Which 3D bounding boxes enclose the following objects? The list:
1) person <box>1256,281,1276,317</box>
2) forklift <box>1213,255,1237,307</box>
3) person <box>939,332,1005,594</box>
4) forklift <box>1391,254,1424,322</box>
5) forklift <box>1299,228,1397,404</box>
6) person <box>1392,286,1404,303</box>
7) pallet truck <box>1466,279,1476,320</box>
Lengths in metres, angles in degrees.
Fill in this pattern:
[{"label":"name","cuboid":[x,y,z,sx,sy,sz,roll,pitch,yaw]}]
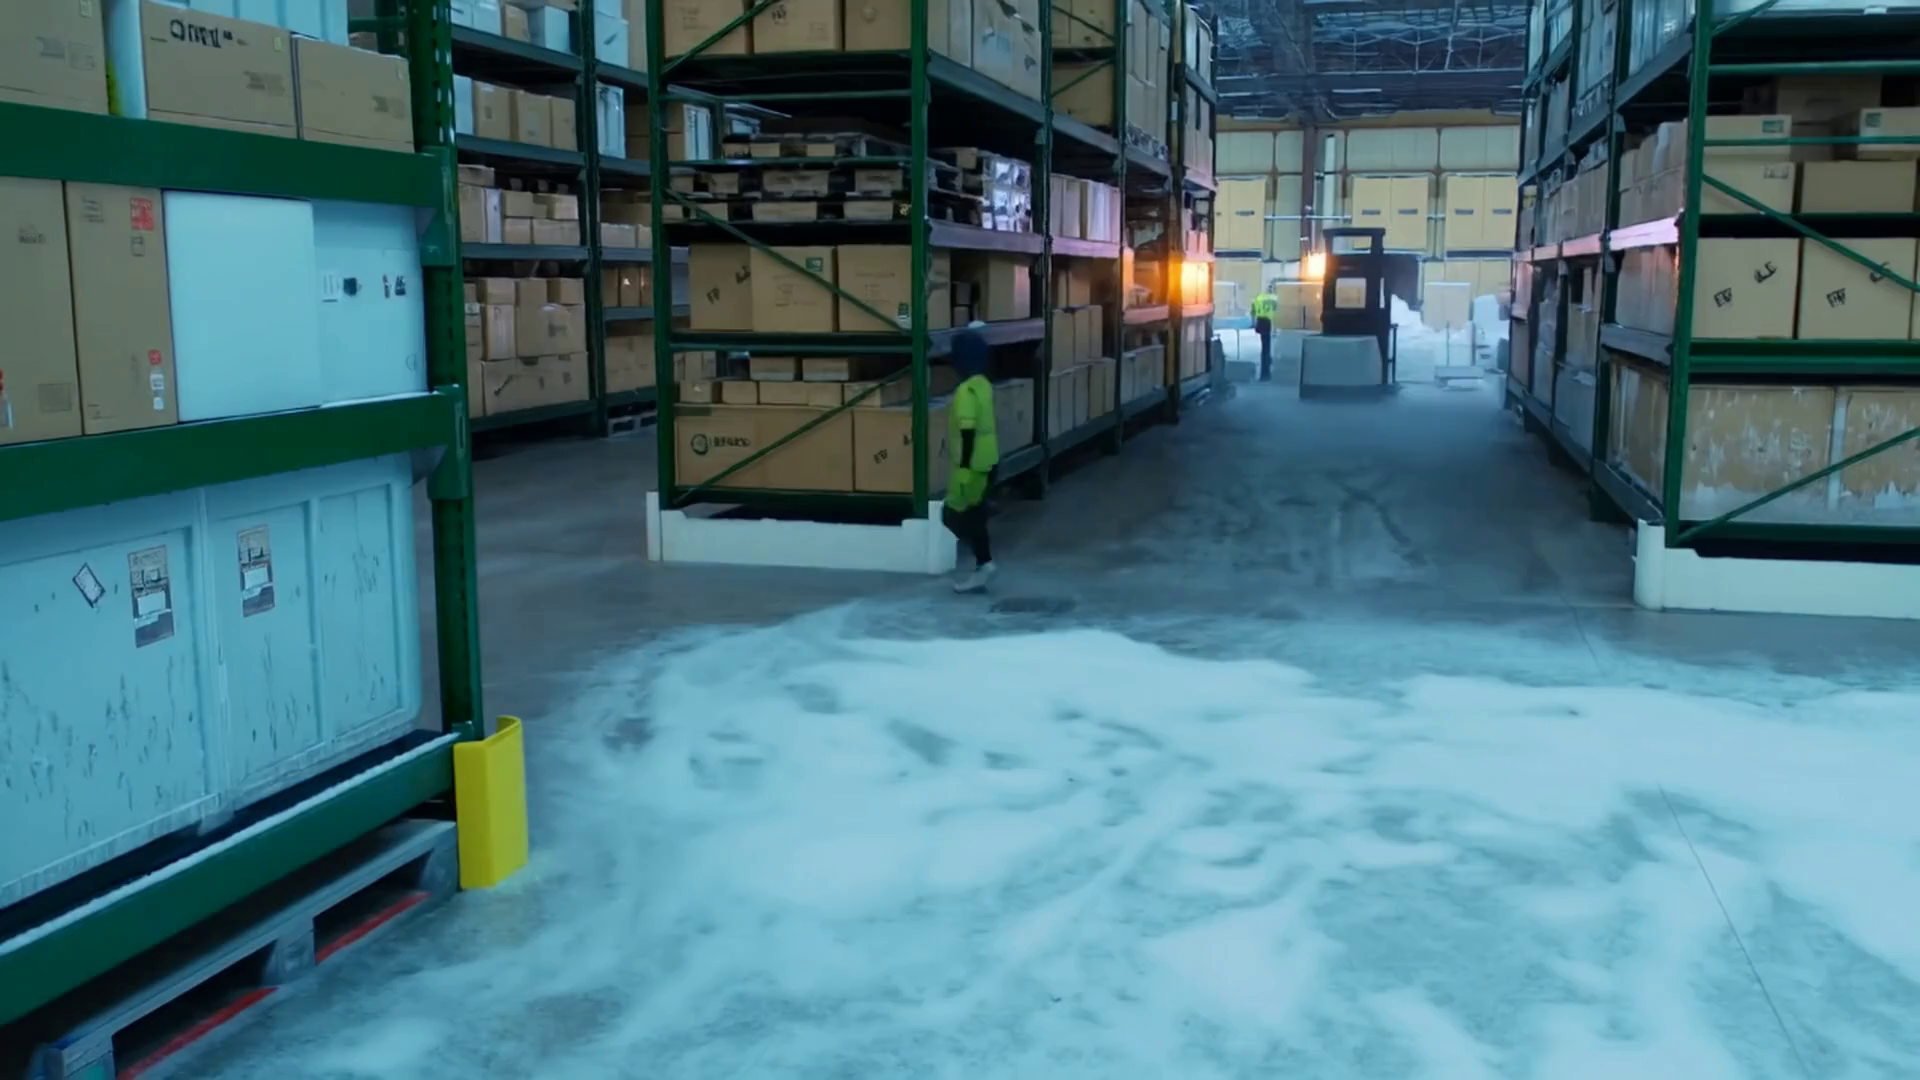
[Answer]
[{"label":"person","cuboid":[7.919,-5.664,42.742,0.629,1.940,0.376,3,9,16]},{"label":"forklift","cuboid":[8.572,-8.457,57.503,1.873,2.768,1.129,-4,10,-26]},{"label":"person","cuboid":[0.062,-0.470,10.542,0.356,1.688,0.535,3,9,17]},{"label":"forklift","cuboid":[14.644,-8.103,55.253,1.129,2.768,1.873,-2,9,-11]},{"label":"forklift","cuboid":[6.367,-3.677,27.134,1.129,2.768,1.873,5,10,30]},{"label":"person","cuboid":[9.677,-4.698,36.910,0.429,1.842,0.635,-1,9,-7]},{"label":"pallet truck","cuboid":[18.896,-8.459,60.307,1.885,1.965,0.823,5,10,31]}]
